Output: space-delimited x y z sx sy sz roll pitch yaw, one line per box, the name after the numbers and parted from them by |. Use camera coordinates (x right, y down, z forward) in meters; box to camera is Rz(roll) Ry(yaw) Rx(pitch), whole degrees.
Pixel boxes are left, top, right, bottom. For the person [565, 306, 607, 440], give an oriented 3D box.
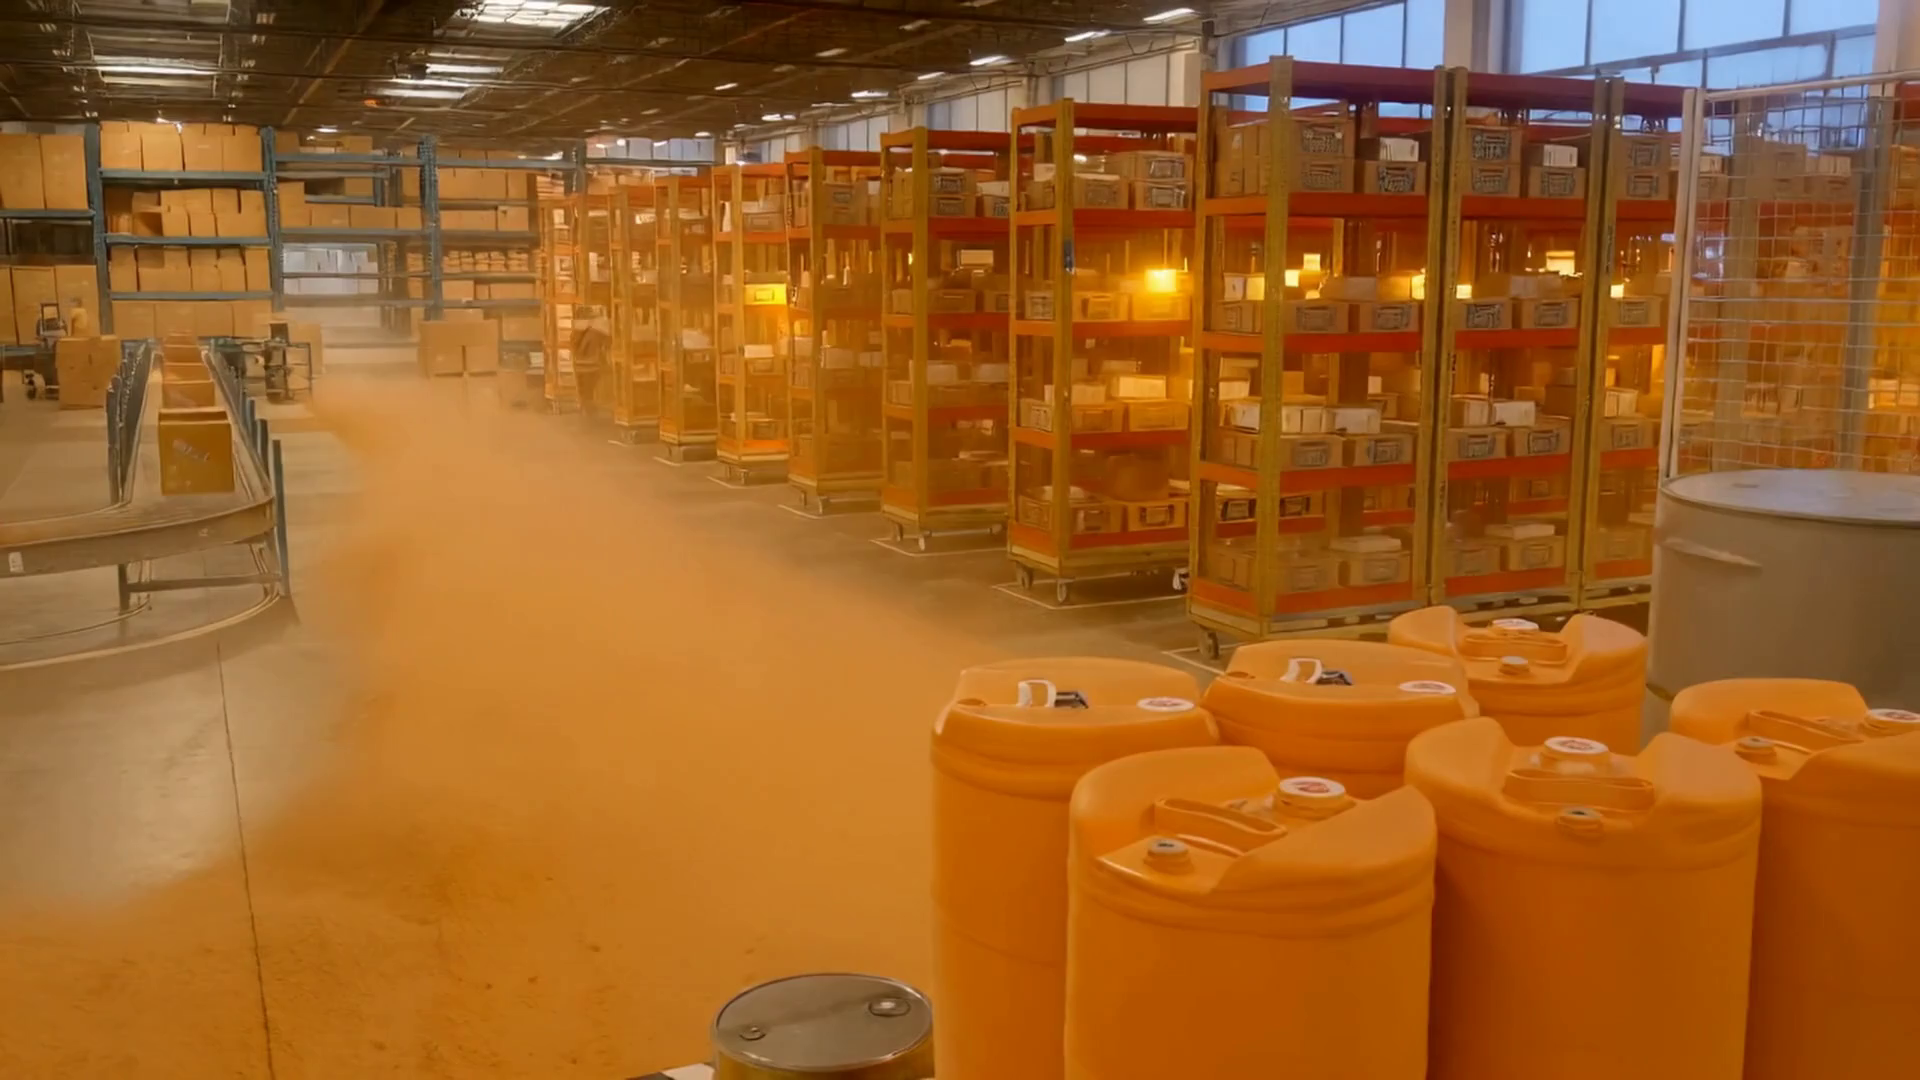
-5.443 -2.402 23.926 0.653 1.920 0.710 7 12 37 | person

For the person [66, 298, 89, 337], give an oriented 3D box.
-20.232 -4.636 38.140 0.404 1.823 0.591 3 9 15 | person

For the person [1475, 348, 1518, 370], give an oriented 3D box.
5.657 -1.342 17.738 0.577 1.818 0.848 -2 9 -15 | person

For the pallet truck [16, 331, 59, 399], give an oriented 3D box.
-17.082 -3.353 31.781 1.630 1.274 0.653 -4 10 -25 | pallet truck

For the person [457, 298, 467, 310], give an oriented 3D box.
-13.276 -5.623 44.563 0.900 1.720 0.535 -4 10 -24 | person

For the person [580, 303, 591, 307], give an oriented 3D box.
-10.458 -5.962 45.907 0.747 1.970 0.617 -5 10 -26 | person
